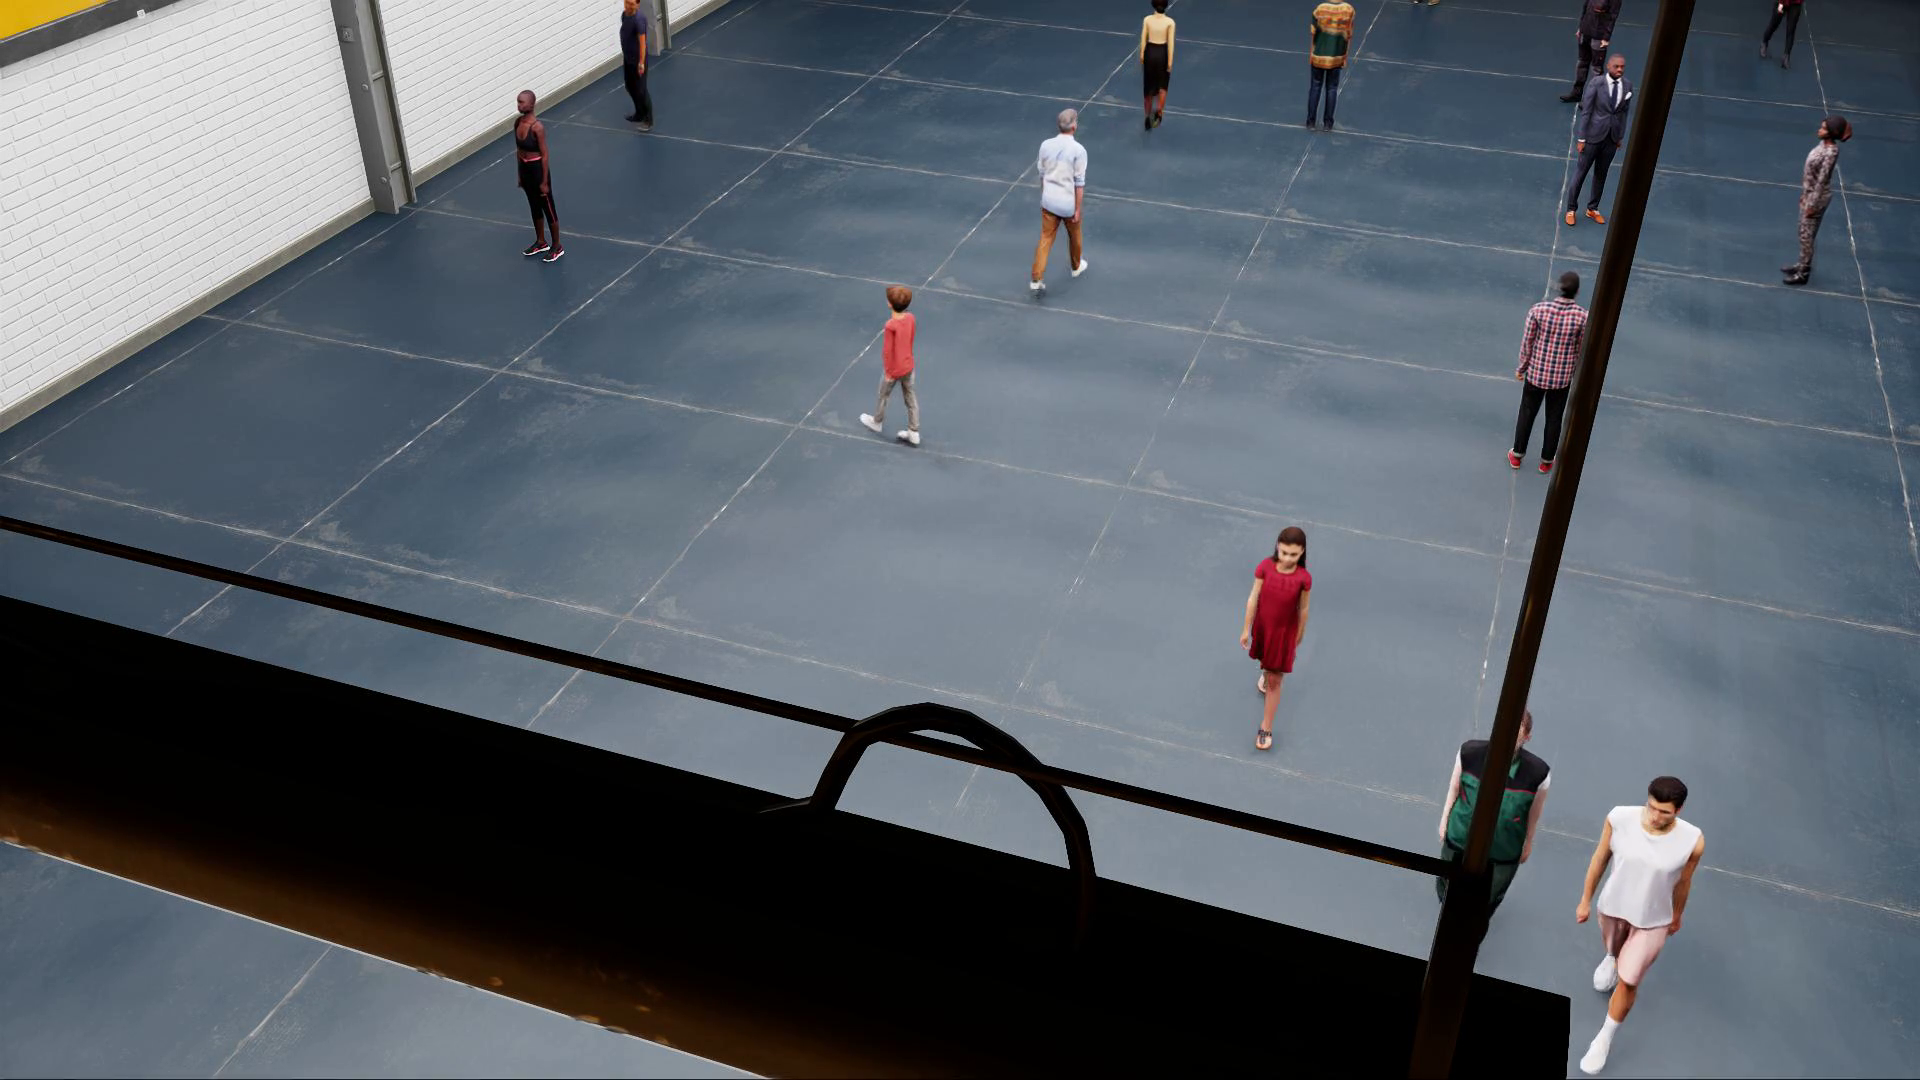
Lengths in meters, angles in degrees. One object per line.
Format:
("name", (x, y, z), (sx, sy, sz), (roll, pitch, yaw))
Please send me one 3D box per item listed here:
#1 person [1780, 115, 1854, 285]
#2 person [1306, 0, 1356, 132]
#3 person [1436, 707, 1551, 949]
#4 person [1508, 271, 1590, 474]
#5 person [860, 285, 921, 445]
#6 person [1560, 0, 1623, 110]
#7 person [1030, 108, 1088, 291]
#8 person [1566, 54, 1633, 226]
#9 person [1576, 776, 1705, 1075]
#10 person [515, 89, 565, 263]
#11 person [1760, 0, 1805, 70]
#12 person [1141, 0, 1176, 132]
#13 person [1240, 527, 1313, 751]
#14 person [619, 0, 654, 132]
("person", (8.502, -3.383, 16.531), (0.638, 1.709, 0.501), (10, 35, 14))
("person", (4.472, -5.891, 20.218), (0.737, 1.805, 0.728), (4, 34, 6))
("person", (2.833, 1.591, 8.946), (0.762, 1.822, 1.091), (17, 37, 24))
("person", (4.769, -1.359, 13.438), (0.675, 1.762, 0.568), (12, 35, 17))
("person", (-0.457, -1.430, 13.878), (0.796, 1.394, 0.862), (28, 42, 35))
("person", (8.009, -6.375, 20.914), (0.840, 1.840, 0.765), (-13, 36, -18))
("person", (0.947, -3.279, 16.303), (0.807, 1.788, 1.223), (17, 37, 23))
("person", (6.852, -4.308, 17.818), (0.785, 1.824, 0.779), (-4, 34, -6))
("person", (3.525, 1.846, 8.635), (0.848, 1.741, 1.216), (22, 39, 29))
("person", (-4.334, -3.748, 17.036), (0.635, 1.757, 0.613), (21, 39, 29))
("person", (11.115, -7.241, 22.422), (0.815, 1.612, 1.141), (1, 34, 1))
("person", (2.363, -5.781, 20.199), (0.590, 1.641, 0.647), (10, 35, 14))
("person", (2.058, 0.526, 10.817), (0.571, 1.525, 1.059), (14, 36, 20))
("person", (-3.915, -5.823, 20.158), (0.786, 1.758, 0.832), (-16, 37, -22))
